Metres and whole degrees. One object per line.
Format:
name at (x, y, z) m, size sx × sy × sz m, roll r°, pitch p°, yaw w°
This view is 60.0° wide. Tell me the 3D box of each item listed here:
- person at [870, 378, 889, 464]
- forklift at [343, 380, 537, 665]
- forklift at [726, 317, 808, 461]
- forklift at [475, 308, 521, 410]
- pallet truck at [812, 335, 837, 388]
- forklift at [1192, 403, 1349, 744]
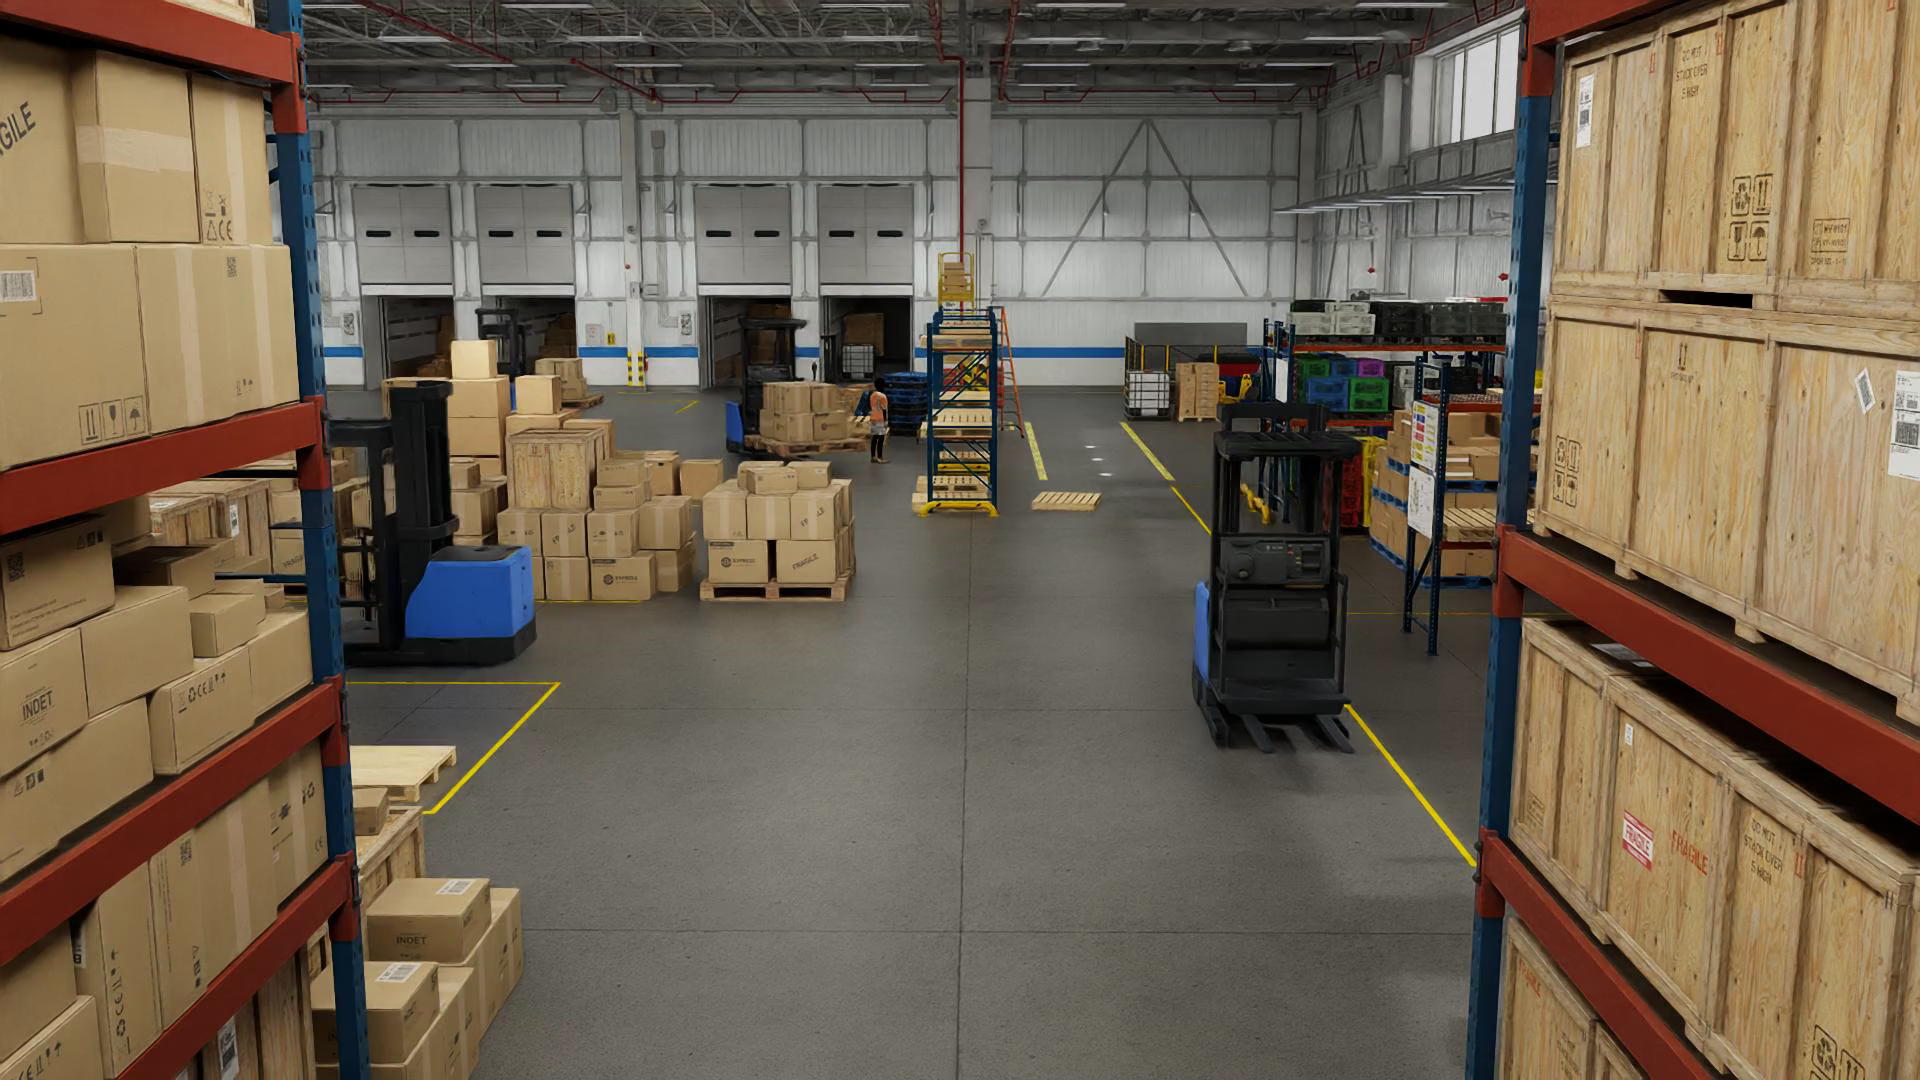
person at (-1.586, -2.340, 32.644) m, size 0.321 × 1.689 × 0.530 m, roll -6°, pitch 11°, yaw -30°
forklift at (-5.394, -0.202, 16.866) m, size 1.873 × 2.768 × 1.129 m, roll 0°, pitch 10°, yaw 0°
forklift at (-3.956, -3.089, 33.522) m, size 1.129 × 2.768 × 1.873 m, roll -5°, pitch 11°, yaw -27°
forklift at (-10.763, -4.011, 38.844) m, size 1.129 × 2.768 × 1.873 m, roll 0°, pitch 10°, yaw 1°
pallet truck at (-3.021, -4.312, 43.126) m, size 1.885 × 1.965 × 0.823 m, roll 3°, pitch 10°, yaw 17°
forklift at (2.697, 0.194, 14.585) m, size 1.129 × 2.768 × 1.873 m, roll 0°, pitch 10°, yaw 1°
